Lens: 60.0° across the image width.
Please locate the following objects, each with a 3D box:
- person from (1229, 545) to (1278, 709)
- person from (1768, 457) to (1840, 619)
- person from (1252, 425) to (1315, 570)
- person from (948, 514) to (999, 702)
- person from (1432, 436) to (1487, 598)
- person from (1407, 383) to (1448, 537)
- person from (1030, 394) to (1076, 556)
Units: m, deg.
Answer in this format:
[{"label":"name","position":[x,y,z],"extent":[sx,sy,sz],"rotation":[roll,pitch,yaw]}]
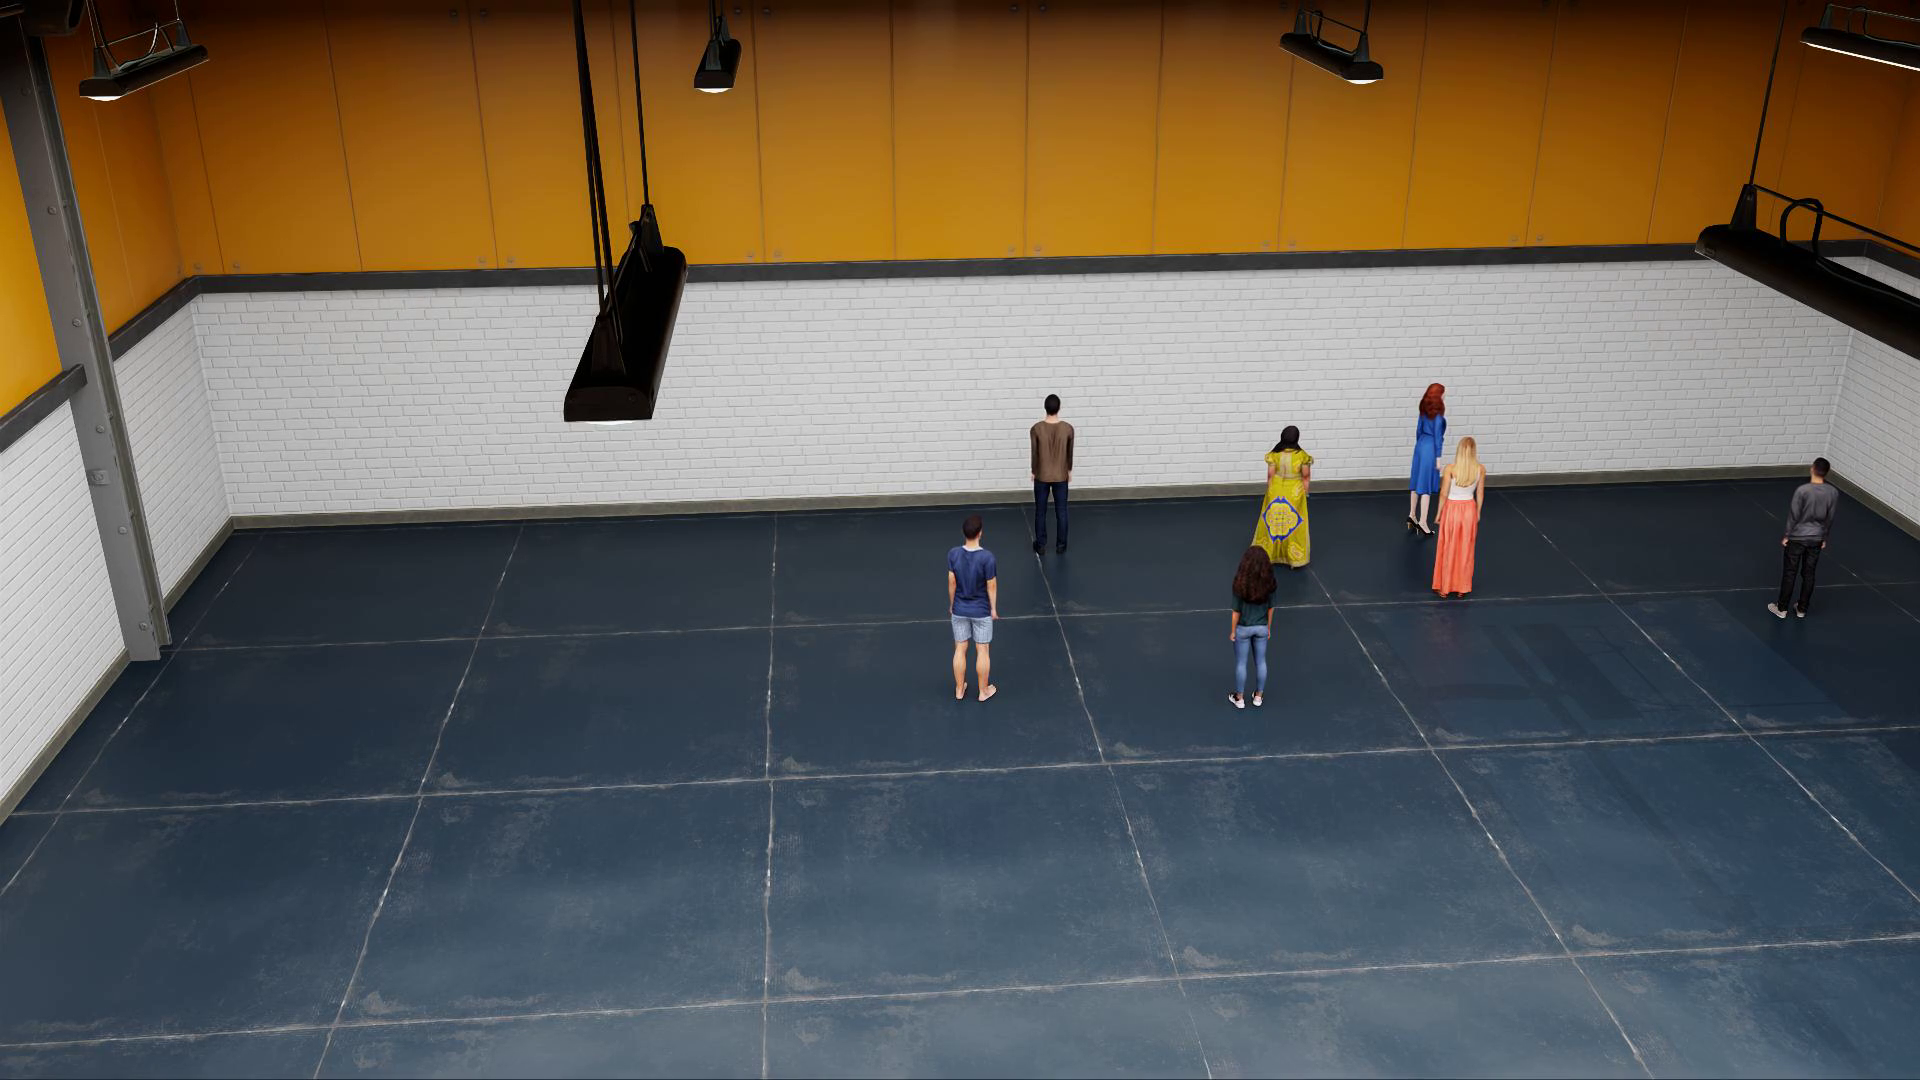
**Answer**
[{"label":"person","position":[2.722,0.809,15.543],"extent":[0.581,1.616,0.567],"rotation":[-2,24,-5]},{"label":"person","position":[8.782,-0.025,17.270],"extent":[0.637,1.761,0.574],"rotation":[1,24,2]},{"label":"person","position":[3.621,-0.486,18.451],"extent":[0.967,1.660,0.938],"rotation":[7,25,15]},{"label":"person","position":[0.110,0.642,15.638],"extent":[0.690,1.846,0.662],"rotation":[6,24,14]},{"label":"person","position":[5.315,-0.248,17.731],"extent":[0.656,1.802,0.609],"rotation":[1,24,2]},{"label":"person","position":[5.412,-0.945,19.290],"extent":[0.706,1.828,0.560],"rotation":[-6,24,-13]},{"label":"person","position":[1.032,-0.740,18.746],"extent":[0.645,1.889,0.563],"rotation":[-1,24,-3]}]
